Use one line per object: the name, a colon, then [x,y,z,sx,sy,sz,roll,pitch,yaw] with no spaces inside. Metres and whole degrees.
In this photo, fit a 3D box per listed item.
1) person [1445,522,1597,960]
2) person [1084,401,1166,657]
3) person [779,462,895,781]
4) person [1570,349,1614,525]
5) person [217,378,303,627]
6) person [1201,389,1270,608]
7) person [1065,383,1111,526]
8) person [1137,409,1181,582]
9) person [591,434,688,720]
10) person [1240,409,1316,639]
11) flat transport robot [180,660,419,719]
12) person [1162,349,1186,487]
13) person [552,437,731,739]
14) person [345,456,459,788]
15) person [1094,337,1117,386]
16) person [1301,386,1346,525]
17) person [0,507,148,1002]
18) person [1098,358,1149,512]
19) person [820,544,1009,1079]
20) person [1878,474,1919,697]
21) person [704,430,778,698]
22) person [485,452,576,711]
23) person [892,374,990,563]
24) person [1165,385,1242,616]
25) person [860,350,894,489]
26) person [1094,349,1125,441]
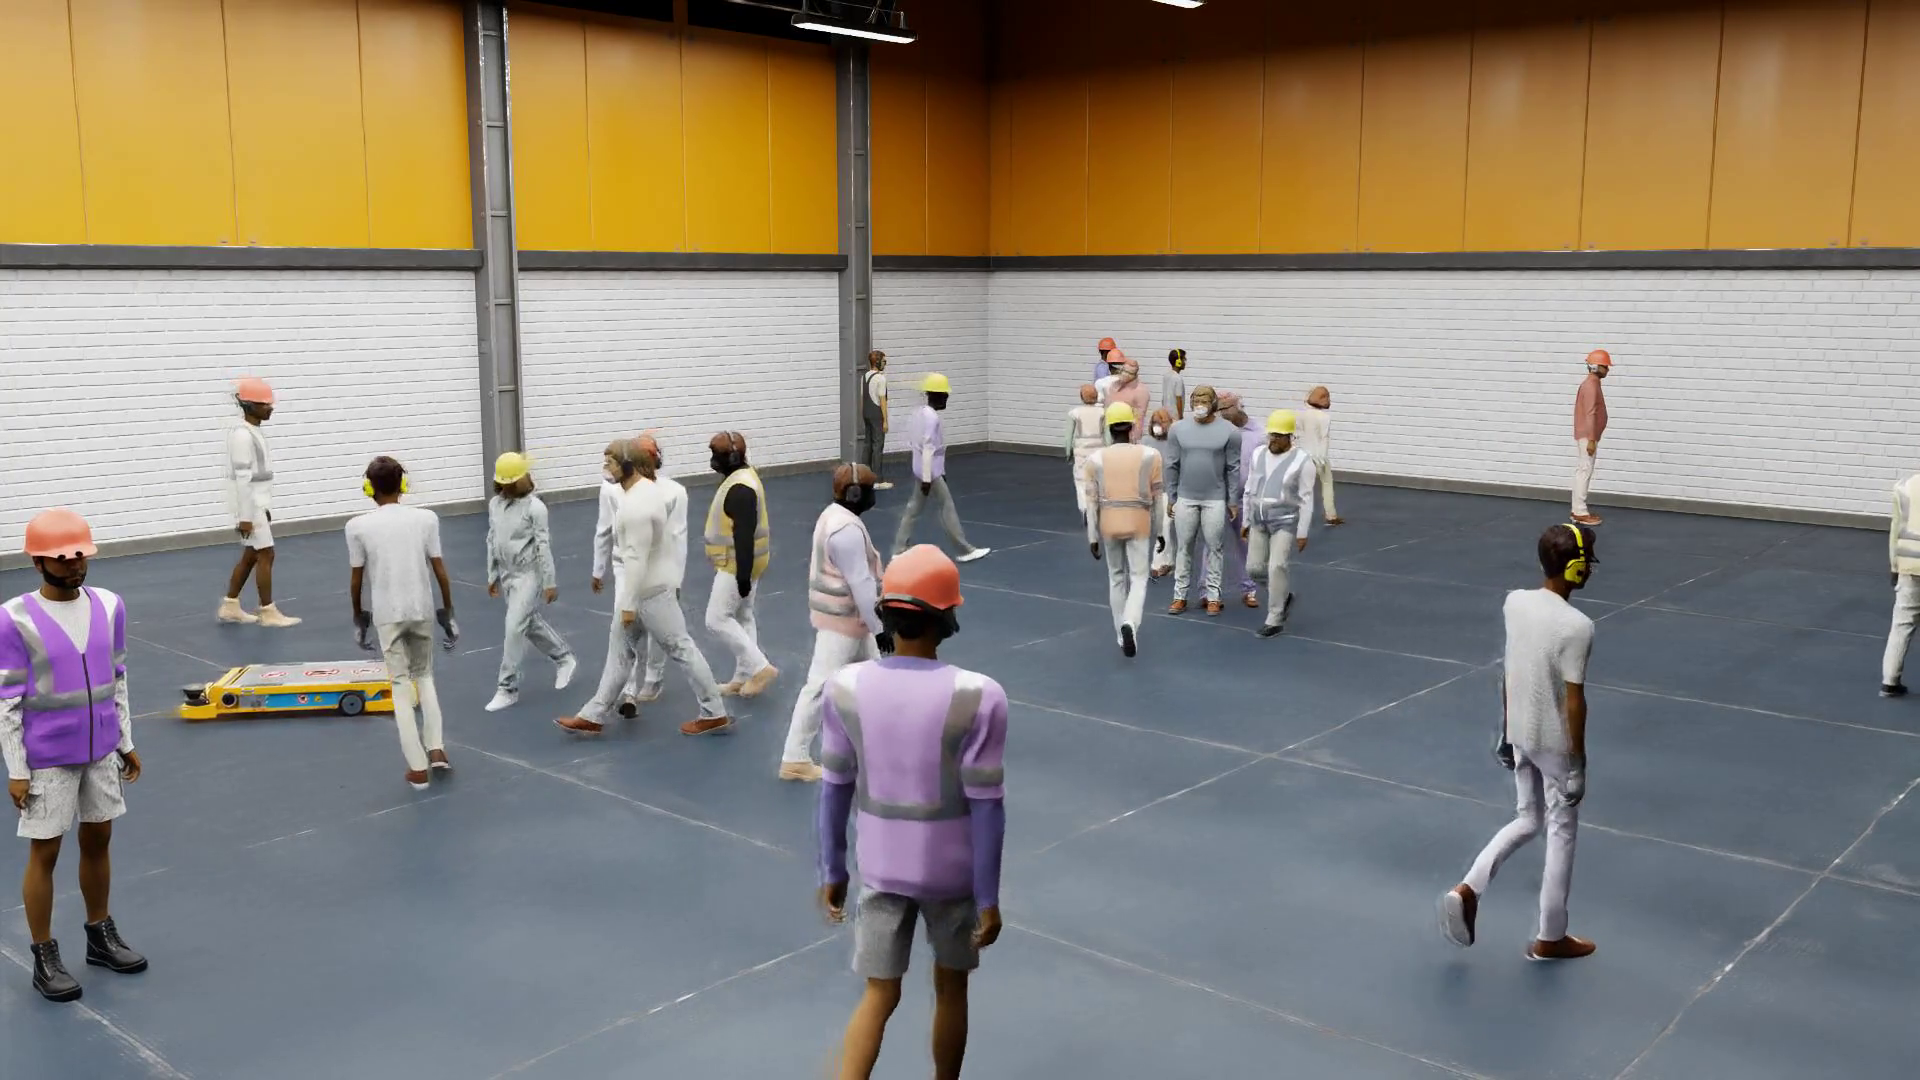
person: [2.332,0.838,6.796,0.614,1.850,0.540,-4,10,-23]
person: [1.221,-0.078,12.413,0.613,1.899,0.784,2,9,12]
person: [-0.583,0.462,9.351,0.976,1.787,0.643,-1,9,-6]
person: [7.218,-1.179,19.010,0.395,1.990,0.619,3,10,18]
person: [-5.728,-0.280,13.373,0.742,2.018,0.639,-2,9,-15]
person: [2.347,-0.343,14.122,0.676,1.882,0.453,0,9,2]
person: [1.459,-0.964,18.851,0.521,1.612,0.711,-1,9,-3]
person: [1.829,-0.411,15.427,0.500,1.590,0.852,6,11,32]
person: [-2.077,0.224,10.737,0.645,1.819,1.021,-1,9,-5]
person: [2.506,-0.135,13.025,0.510,1.808,0.603,-9,12,-43]
flat transport robot: [-4.271,0.967,10.923,1.431,0.197,0.652,-1,9,-9]
person: [2.829,-1.579,21.912,0.317,1.870,0.527,-3,10,-18]
person: [-1.914,0.305,10.075,1.083,1.870,0.637,-2,9,-11]
person: [-3.098,0.453,9.251,0.558,1.835,0.519,-5,11,-31]
person: [2.115,-1.962,24.102,0.358,1.936,0.552,0,9,1]
person: [3.974,-0.939,18.723,0.824,1.599,0.498,-5,10,-29]
person: [-3.507,0.826,6.595,0.379,1.938,0.547,5,10,29]
person: [1.913,-1.207,19.590,0.420,1.864,0.723,-8,12,-40]
person: [-0.166,1.023,5.126,0.613,2.020,0.879,3,10,18]
person: [6.457,0.188,11.011,0.438,1.816,0.595,-7,12,-38]
person: [-1.490,0.173,11.071,0.447,1.823,0.666,-1,9,-4]
person: [-2.871,0.235,11.092,0.513,1.693,0.834,6,11,32]
person: [-0.229,-0.687,16.287,0.977,1.870,0.610,-1,9,-9]
person: [2.020,-0.328,13.864,0.628,1.933,0.378,3,9,18]
person: [-1.124,-1.594,22.086,0.325,1.842,0.517,-7,11,-37]
person: [1.906,-1.383,20.467,0.552,1.934,0.363,-1,9,-7]
